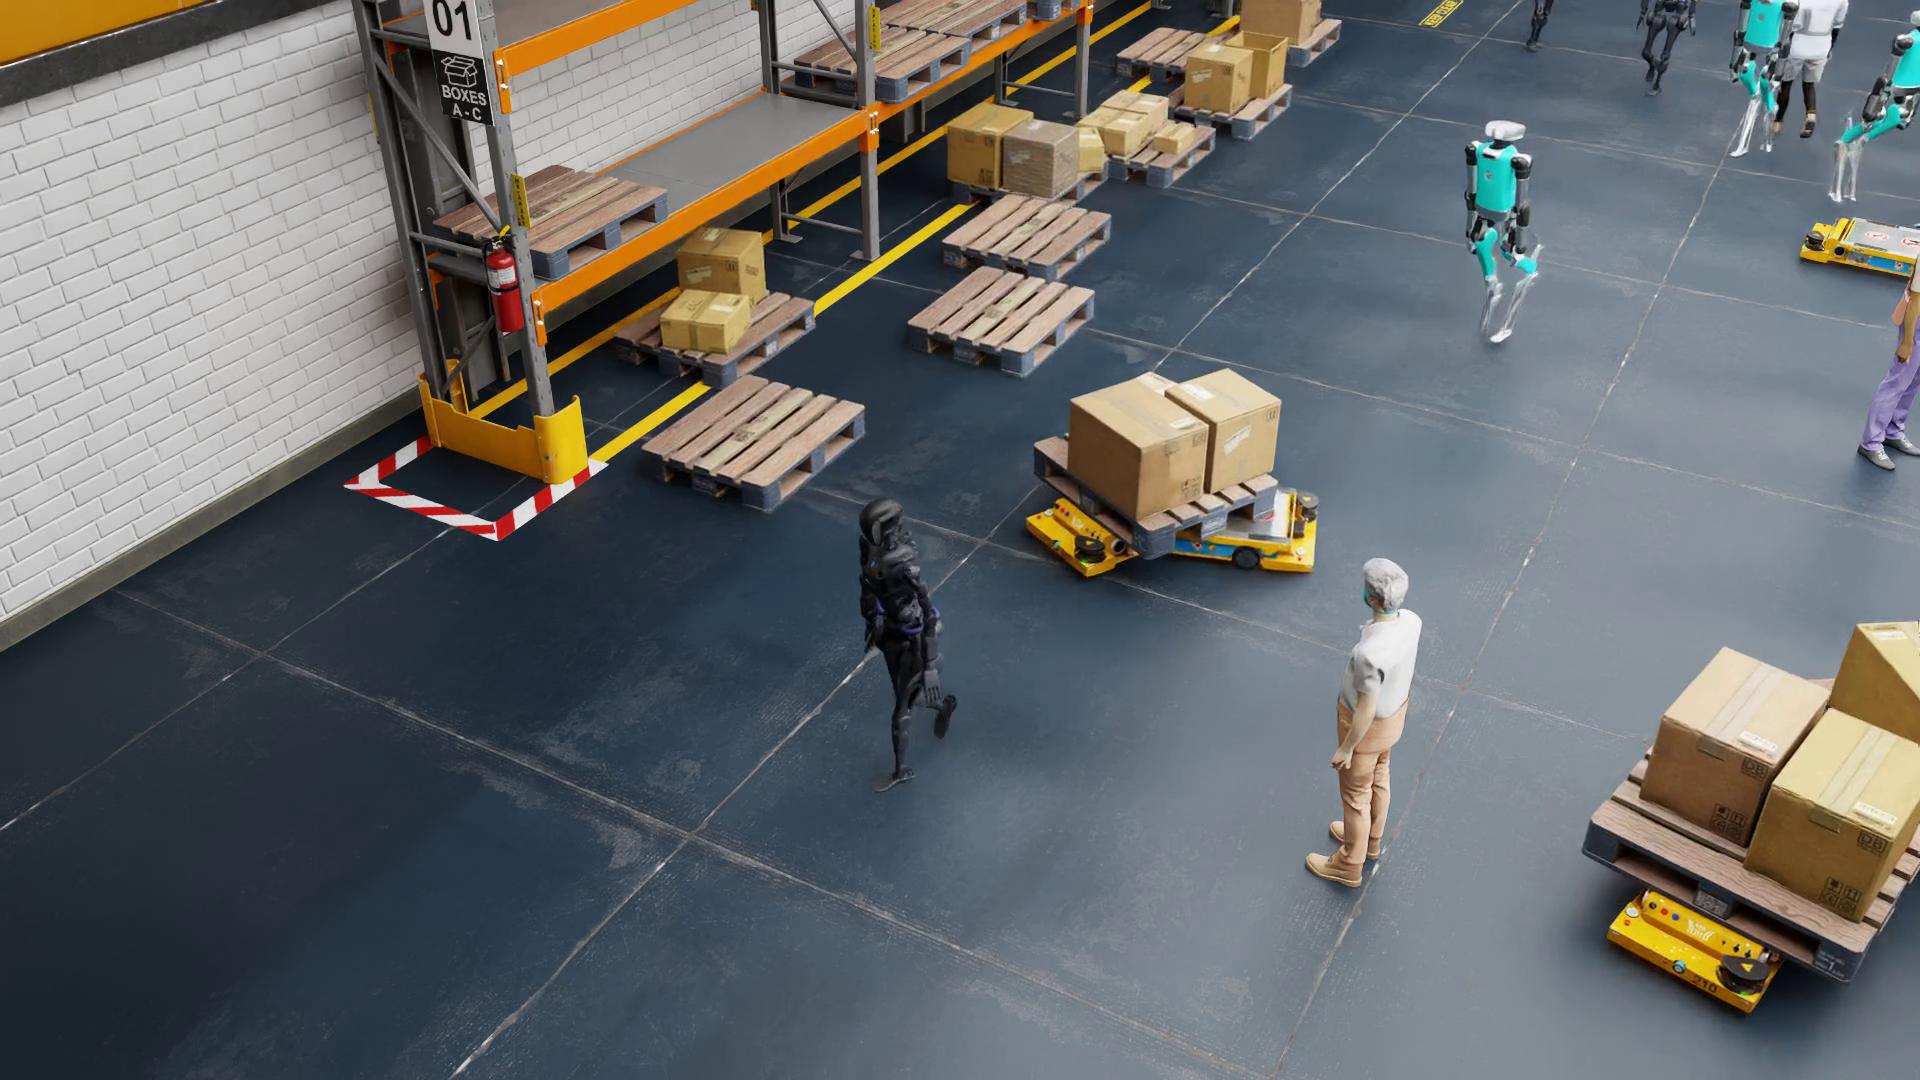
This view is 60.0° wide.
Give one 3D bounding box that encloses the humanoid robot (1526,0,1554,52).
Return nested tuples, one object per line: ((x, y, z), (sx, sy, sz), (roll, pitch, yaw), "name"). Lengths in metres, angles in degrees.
((6.515, -6.231, 18.307), (0.609, 1.643, 0.490), (-5, 34, -8), "humanoid robot")

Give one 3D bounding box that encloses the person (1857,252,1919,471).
((6.252, -1.359, 10.771), (0.564, 1.849, 0.389), (-20, 38, -27), "person")

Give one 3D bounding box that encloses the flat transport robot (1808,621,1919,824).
((4.939, 1.225, 8.295), (0.659, 0.231, 1.431), (-2, 34, -3), "flat transport robot")

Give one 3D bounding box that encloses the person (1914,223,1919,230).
((8.373, -3.257, 13.849), (0.478, 1.607, 0.511), (12, 35, 17), "person")

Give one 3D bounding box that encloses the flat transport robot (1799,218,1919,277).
((7.771, -2.361, 13.719), (1.431, 0.231, 0.659), (20, 38, 27), "flat transport robot")

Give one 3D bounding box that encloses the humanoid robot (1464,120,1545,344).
((4.030, -2.206, 12.250), (0.776, 1.891, 0.568), (-22, 39, -30), "humanoid robot")

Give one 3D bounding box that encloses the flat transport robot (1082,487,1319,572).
((1.484, -0.121, 10.331), (1.431, 0.231, 0.659), (7, 34, 10), "flat transport robot")

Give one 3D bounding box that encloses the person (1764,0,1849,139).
((8.118, -4.656, 15.901), (0.544, 1.680, 0.579), (0, 33, 1), "person")

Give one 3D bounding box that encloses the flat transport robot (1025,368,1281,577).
((1.181, -0.201, 10.453), (1.431, 0.231, 0.659), (-20, 38, -27), "flat transport robot")

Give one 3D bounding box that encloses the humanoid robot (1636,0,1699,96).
((7.314, -5.426, 17.089), (0.603, 1.642, 0.455), (23, 40, 31), "humanoid robot")

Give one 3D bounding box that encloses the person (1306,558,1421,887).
((1.853, 0.834, 7.551), (0.303, 1.738, 0.492), (23, 40, 30), "person")

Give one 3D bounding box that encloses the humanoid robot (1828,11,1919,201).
((8.033, -3.780, 14.573), (0.546, 1.811, 0.758), (-8, 34, -12), "humanoid robot")

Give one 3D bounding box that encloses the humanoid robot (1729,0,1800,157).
((7.538, -4.382, 15.543), (0.817, 1.877, 0.531), (-24, 40, -31), "humanoid robot")

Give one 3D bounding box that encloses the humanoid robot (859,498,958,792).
((-0.213, 0.471, 8.190), (0.680, 1.637, 0.610), (-24, 40, -31), "humanoid robot")

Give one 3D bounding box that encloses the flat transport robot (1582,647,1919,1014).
((3.653, 1.577, 7.762), (0.659, 0.231, 1.431), (27, 42, 34), "flat transport robot")
